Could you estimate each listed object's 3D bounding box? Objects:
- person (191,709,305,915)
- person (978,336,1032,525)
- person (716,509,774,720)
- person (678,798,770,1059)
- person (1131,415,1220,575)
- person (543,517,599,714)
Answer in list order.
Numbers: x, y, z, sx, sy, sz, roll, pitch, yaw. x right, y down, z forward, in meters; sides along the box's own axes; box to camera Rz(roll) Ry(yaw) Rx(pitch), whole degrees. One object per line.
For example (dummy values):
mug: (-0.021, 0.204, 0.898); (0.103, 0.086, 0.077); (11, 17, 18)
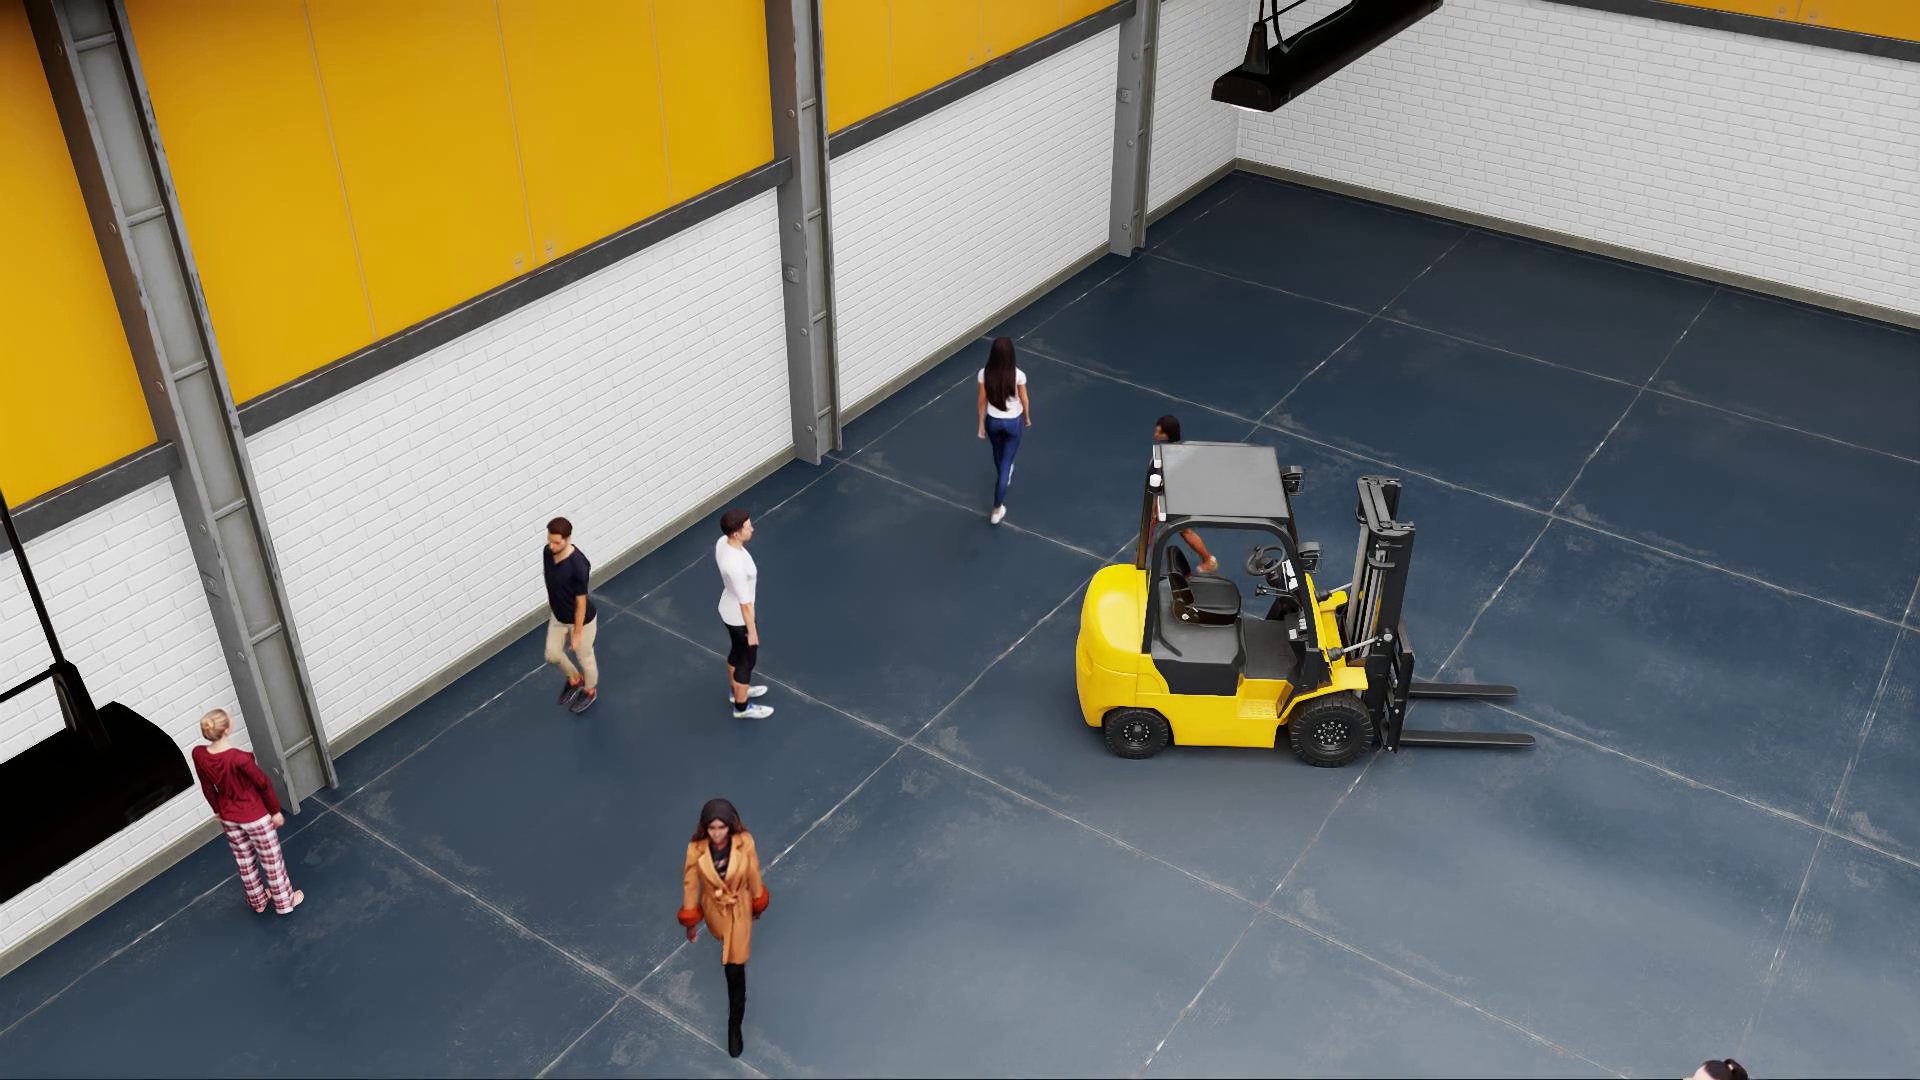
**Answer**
person: (-4.673, 1.771, 10.859); (0.681, 1.697, 0.643); (6, 34, 8)
person: (0.373, -0.952, 14.929); (0.808, 1.727, 1.167); (11, 35, 16)
person: (-1.679, 0.547, 12.563); (0.772, 1.848, 0.754); (-11, 35, -16)
person: (-1.443, 2.224, 10.197); (1.163, 1.675, 1.298); (-2, 34, -3)
person: (1.865, -0.321, 14.058); (1.130, 1.639, 1.064); (-4, 34, -6)
person: (-2.861, 0.537, 12.596); (0.671, 1.829, 0.627); (22, 39, 29)
